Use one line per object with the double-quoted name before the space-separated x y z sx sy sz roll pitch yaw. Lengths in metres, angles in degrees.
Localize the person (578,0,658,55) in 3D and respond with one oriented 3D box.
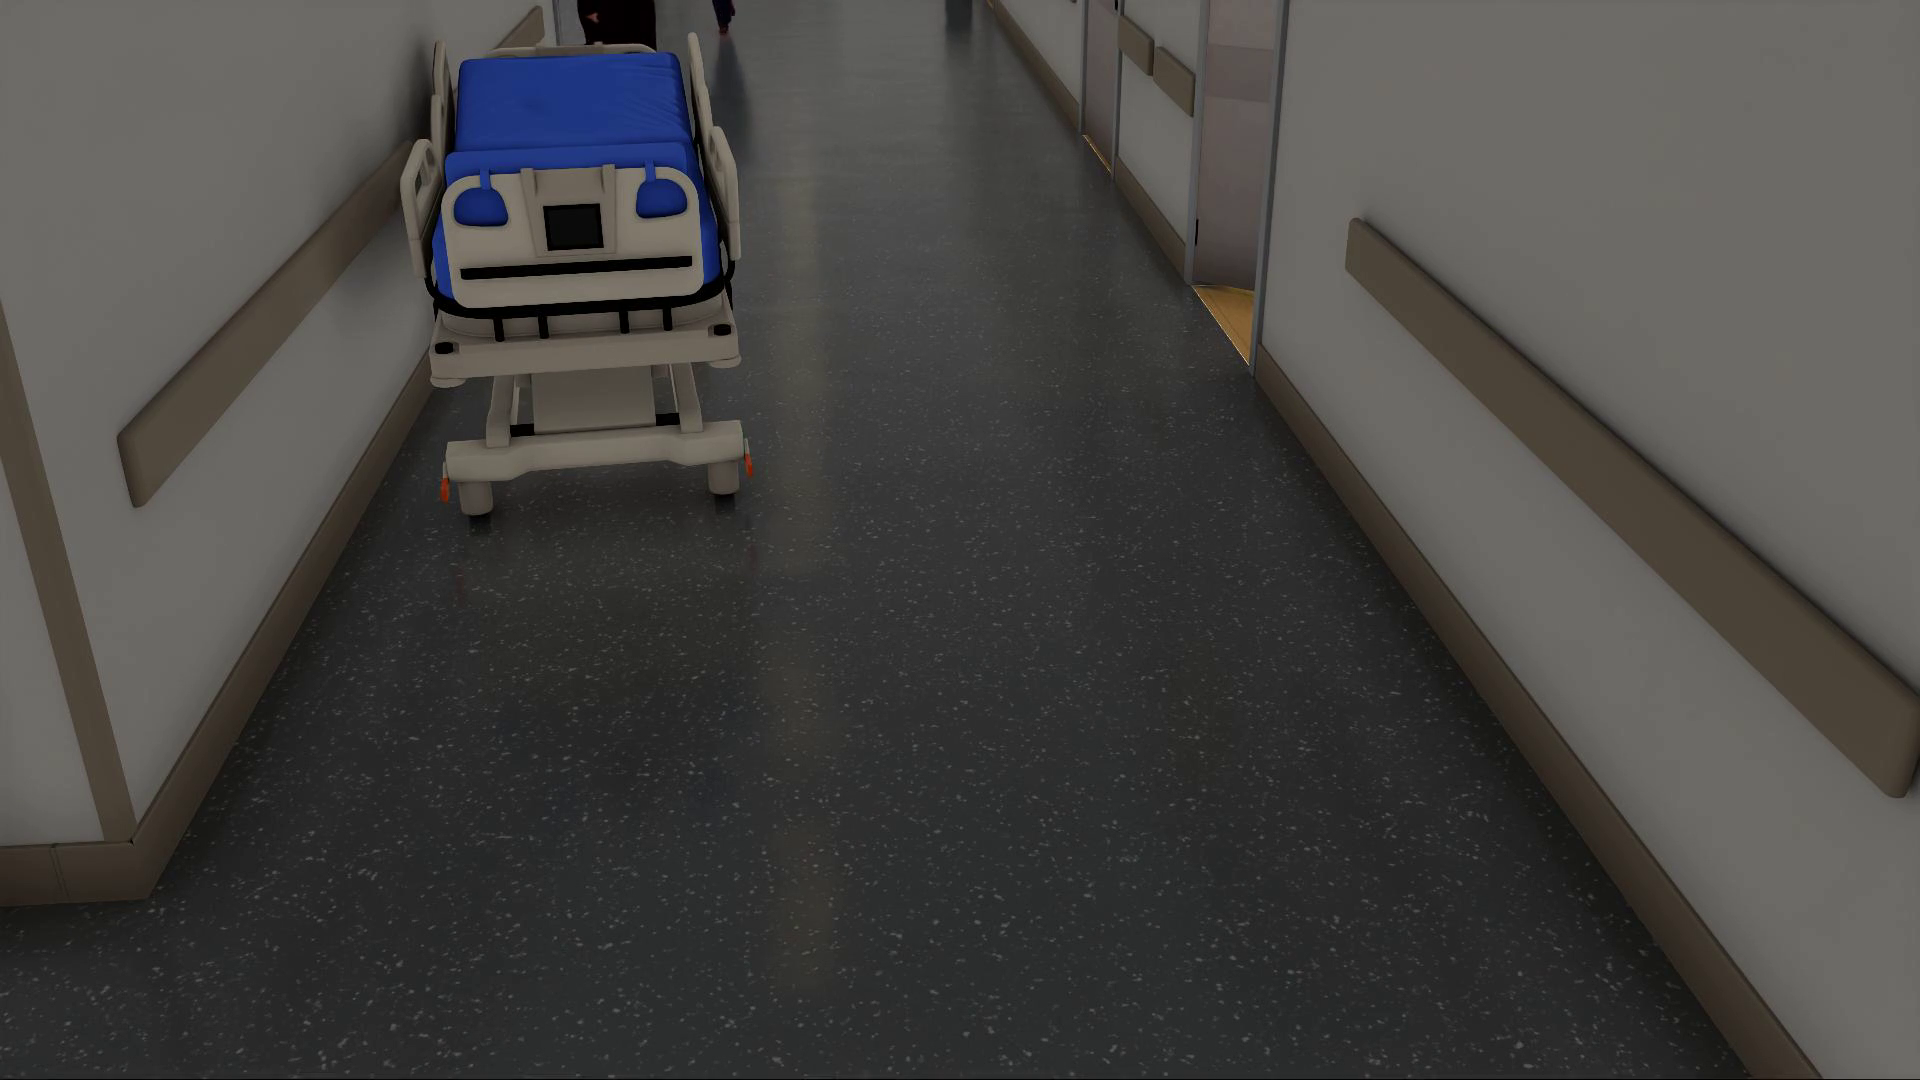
"person" -2.341 -3.519 11.014 1.187 1.690 1.124 -19 32 -34
